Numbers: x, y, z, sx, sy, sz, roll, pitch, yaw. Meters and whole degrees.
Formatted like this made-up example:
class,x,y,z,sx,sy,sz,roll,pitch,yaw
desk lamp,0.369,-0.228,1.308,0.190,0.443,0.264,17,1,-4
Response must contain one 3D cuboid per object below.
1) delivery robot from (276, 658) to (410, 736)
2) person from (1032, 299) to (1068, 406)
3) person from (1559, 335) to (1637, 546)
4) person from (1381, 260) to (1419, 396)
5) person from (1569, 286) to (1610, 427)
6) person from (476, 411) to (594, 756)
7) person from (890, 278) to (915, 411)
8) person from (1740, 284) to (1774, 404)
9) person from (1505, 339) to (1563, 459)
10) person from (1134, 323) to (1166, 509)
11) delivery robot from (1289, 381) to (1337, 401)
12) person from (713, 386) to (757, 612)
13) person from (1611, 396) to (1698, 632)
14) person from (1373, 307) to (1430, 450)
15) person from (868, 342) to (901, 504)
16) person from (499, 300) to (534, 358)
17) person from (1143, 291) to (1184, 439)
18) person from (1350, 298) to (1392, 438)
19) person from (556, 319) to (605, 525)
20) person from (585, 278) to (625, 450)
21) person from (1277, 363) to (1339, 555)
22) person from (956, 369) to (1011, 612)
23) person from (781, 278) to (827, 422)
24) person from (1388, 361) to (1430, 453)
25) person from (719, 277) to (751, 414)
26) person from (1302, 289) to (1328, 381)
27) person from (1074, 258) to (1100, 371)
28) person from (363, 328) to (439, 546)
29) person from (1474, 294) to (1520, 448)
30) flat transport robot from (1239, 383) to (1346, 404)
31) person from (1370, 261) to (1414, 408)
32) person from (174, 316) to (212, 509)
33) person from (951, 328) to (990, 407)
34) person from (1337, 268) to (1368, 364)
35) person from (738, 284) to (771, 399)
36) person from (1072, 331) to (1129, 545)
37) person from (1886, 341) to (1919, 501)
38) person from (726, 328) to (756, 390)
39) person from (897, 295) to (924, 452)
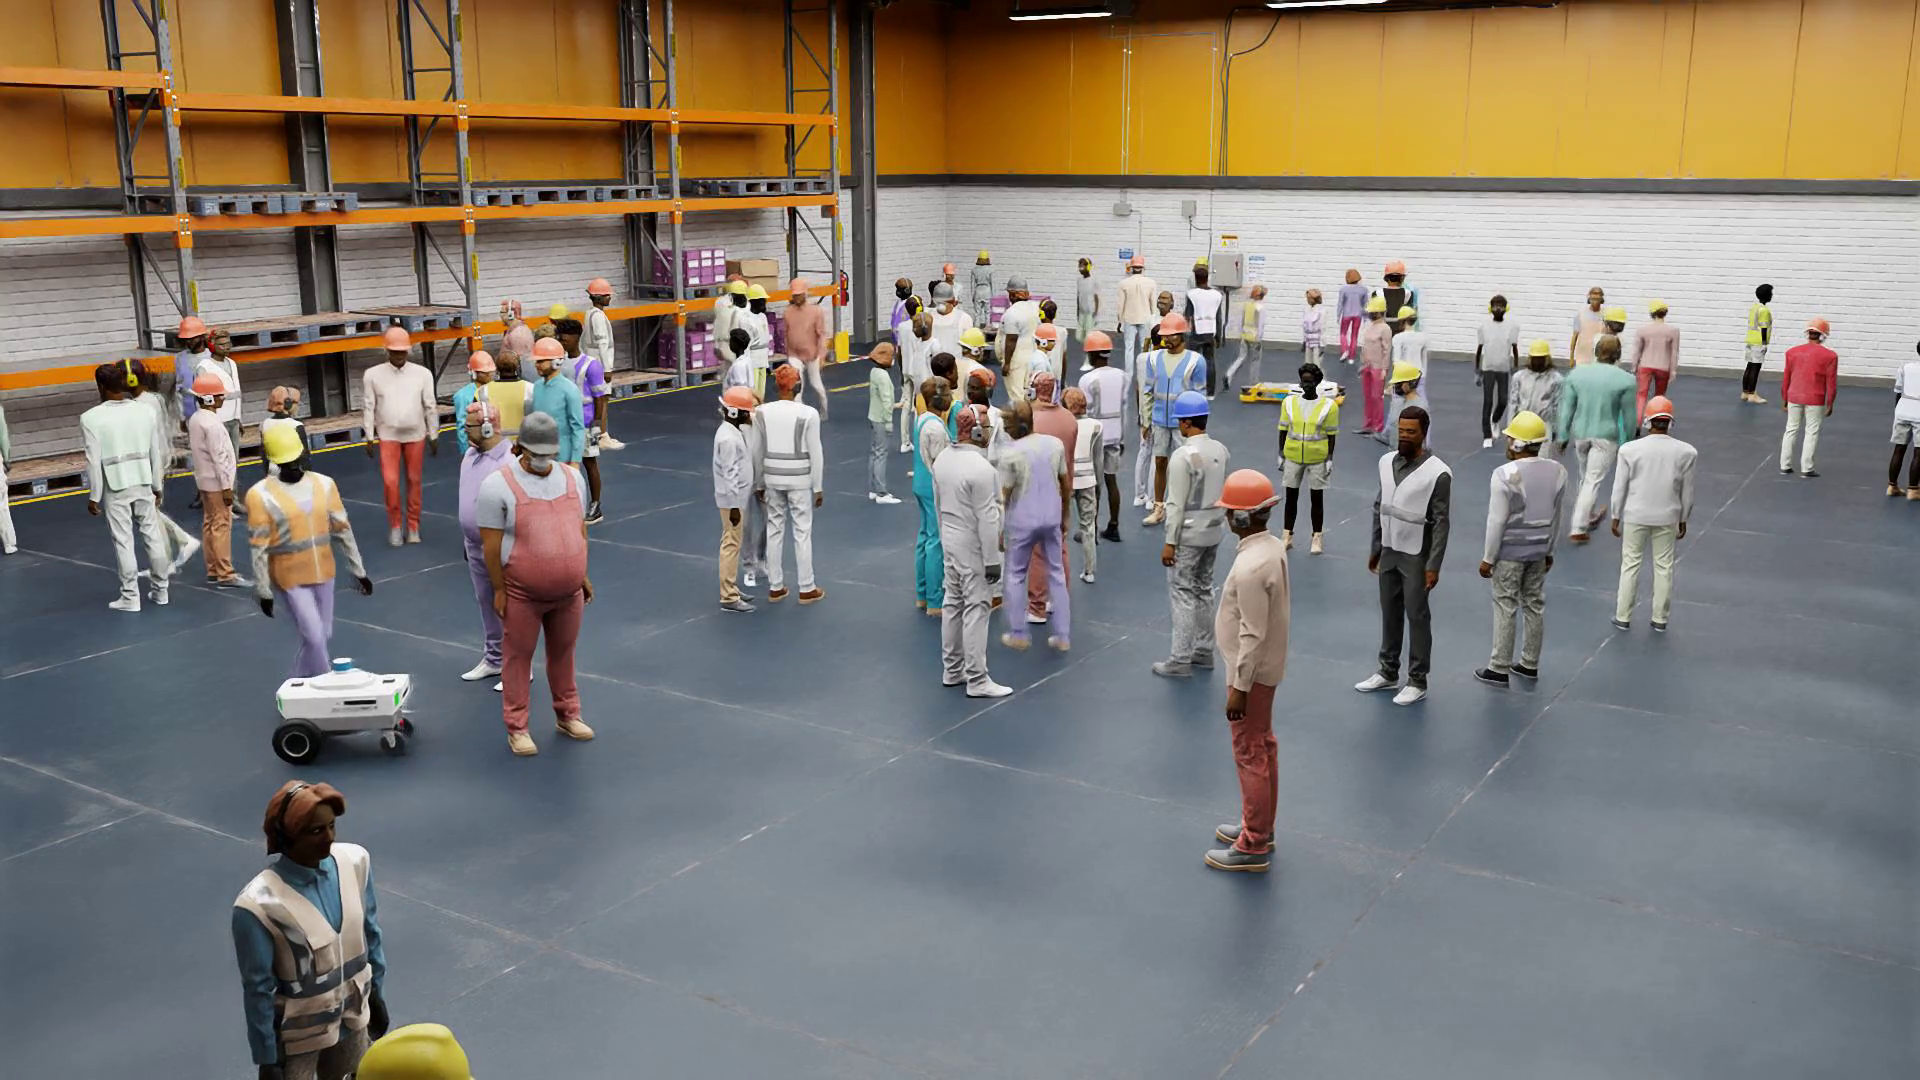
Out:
class,x,y,z,sx,sy,sz,roll,pitch,yaw
delivery robot,-3.618,0.938,9.788,0.707,0.478,0.477,-2,13,-8
person,1.026,-1.832,19.151,0.510,1.862,0.320,-8,15,-33
person,5.860,-0.927,15.168,1.032,1.879,0.637,-12,18,-42
person,6.554,-3.156,24.637,0.961,1.994,0.623,-11,17,-39
person,8.125,-2.331,21.389,0.528,1.830,0.538,4,14,17
person,-2.440,0.234,9.792,0.674,2.000,0.537,-11,17,-41
person,-0.741,-2.702,22.997,0.431,1.835,0.622,-6,14,-26
person,11.384,-2.801,23.706,0.315,1.696,0.540,2,13,7
person,5.598,-1.099,16.252,0.496,1.729,0.393,6,14,23
person,1.946,-1.224,16.534,0.350,1.856,0.525,-10,16,-37
delivery robot,4.806,-2.021,22.623,0.707,0.478,0.477,-10,17,-38
person,-1.723,-0.326,12.864,0.348,1.742,0.573,-2,13,-7
person,5.099,-0.192,12.288,0.567,1.744,0.350,3,13,11
person,5.378,-1.934,19.938,0.544,1.689,0.878,-5,14,-22
person,-0.784,-1.190,16.858,0.282,1.633,0.498,-4,14,-16
person,-4.960,-1.730,18.605,0.401,1.907,0.646,-2,13,-8
person,2.526,-2.169,20.648,0.508,1.842,0.332,2,13,8
person,5.156,-2.141,20.761,0.326,1.750,0.594,-4,14,-18
person,-3.660,-1.130,15.870,0.615,1.964,0.361,8,15,31
person,-4.278,-2.102,19.920,0.374,2.044,0.607,-6,14,-23
person,3.052,-0.717,14.669,0.535,1.697,0.318,6,14,23
person,0.155,-0.383,12.810,0.356,1.885,0.572,-11,17,-40
person,-1.980,-2.414,21.474,0.614,1.961,0.925,3,13,12
person,3.825,-0.660,14.302,0.342,1.752,0.534,-3,13,-14
person,-2.941,-2.618,22.533,0.679,1.878,0.402,-9,16,-33
person,5.061,-2.762,23.696,0.317,1.624,0.532,-4,14,-18
person,2.109,-3.704,27.300,0.524,1.850,0.449,11,17,39
person,-4.993,-0.915,14.913,0.641,1.970,0.585,-5,14,-21
person,6.501,-2.065,20.168,0.524,1.856,0.613,3,13,11
flat transport robot,4.772,-2.104,23.809,1.431,0.197,0.652,4,14,18
person,5.963,-2.832,23.086,0.606,2.044,0.374,-1,13,-3
person,-7.504,-1.250,16.479,0.546,1.928,0.382,2,13,7
person,0.091,-1.170,16.365,0.403,1.823,0.607,-11,17,-38
person,6.622,-3.775,28.110,0.524,1.625,0.342,1,13,2
person,-2.497,-2.177,20.502,0.379,1.927,0.598,4,14,19
person,1.254,-0.922,15.059,0.545,1.930,0.385,-9,16,-33
person,9.752,-1.238,16.950,0.319,1.691,0.540,-6,14,-25
person,-2.309,-1.392,17.597,0.319,1.697,0.532,0,13,2
person,-0.523,-1.948,19.619,0.514,1.876,0.328,12,18,43
